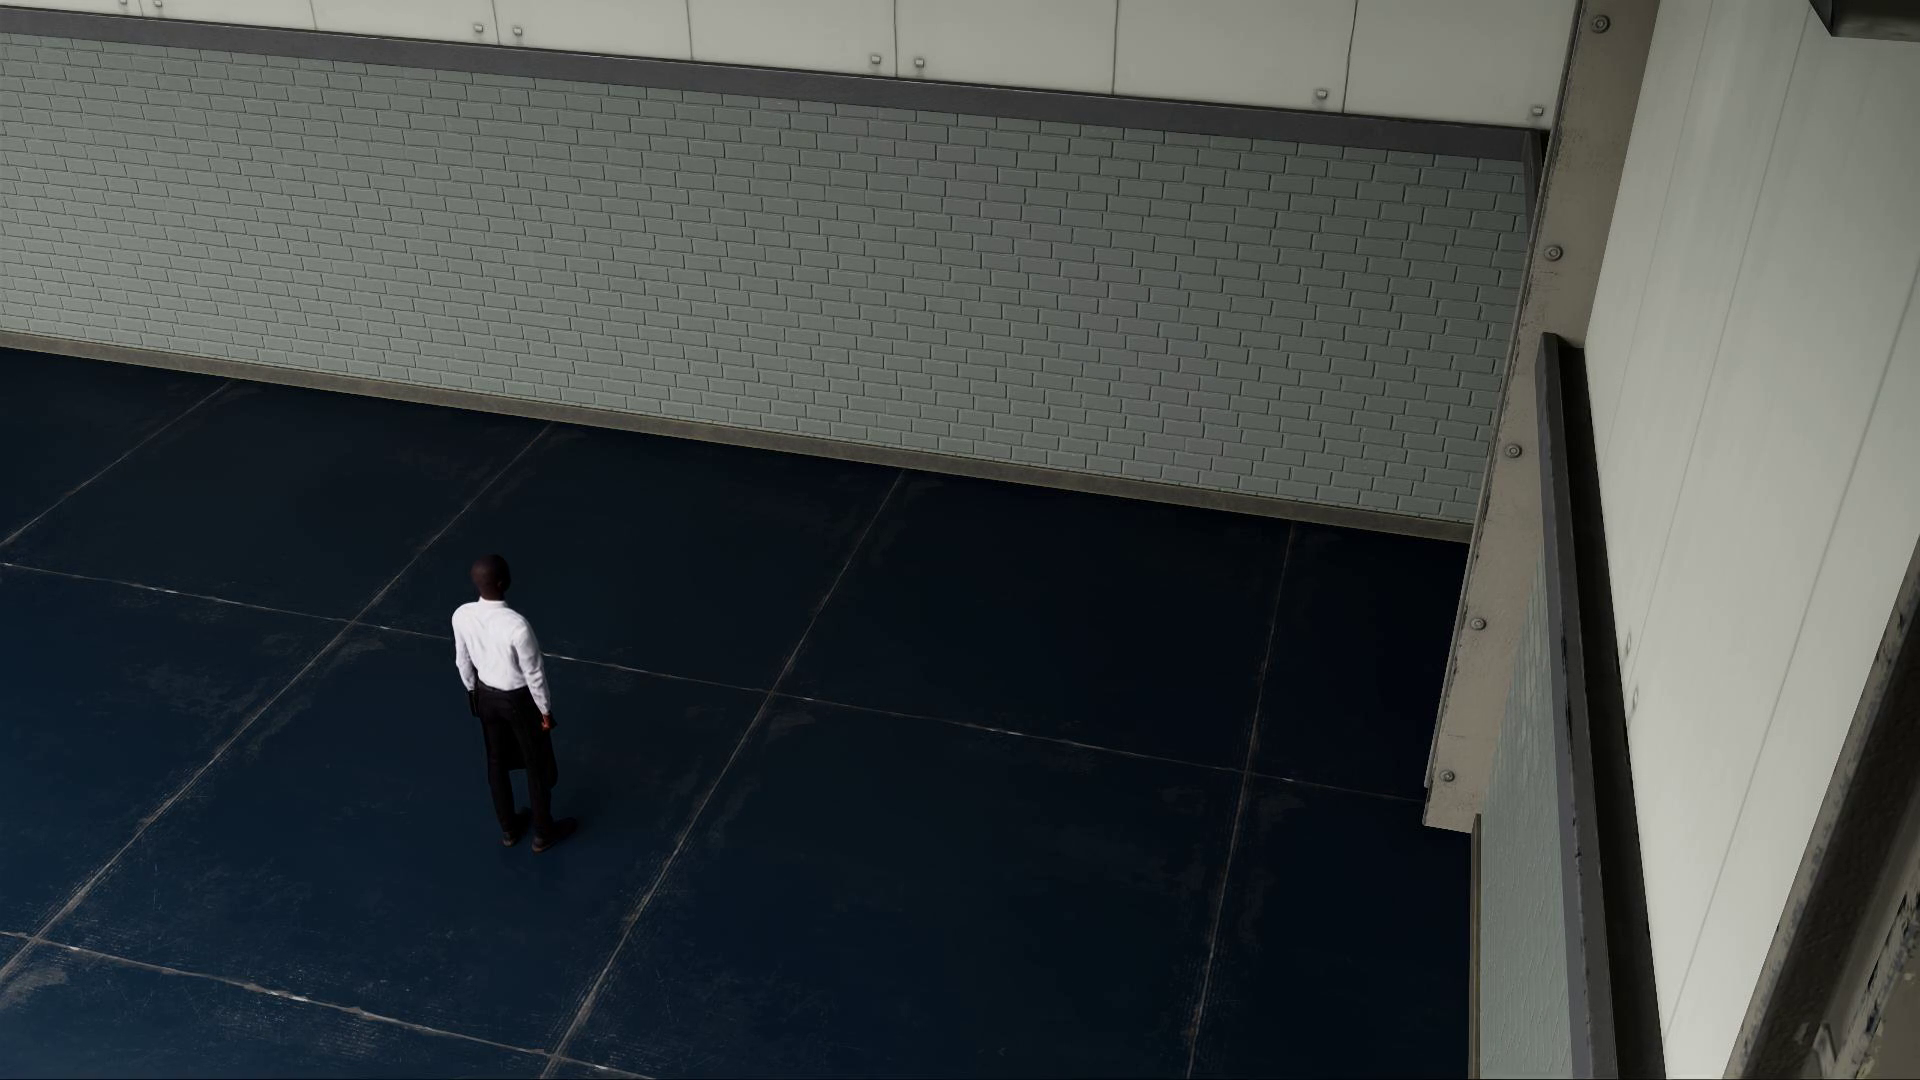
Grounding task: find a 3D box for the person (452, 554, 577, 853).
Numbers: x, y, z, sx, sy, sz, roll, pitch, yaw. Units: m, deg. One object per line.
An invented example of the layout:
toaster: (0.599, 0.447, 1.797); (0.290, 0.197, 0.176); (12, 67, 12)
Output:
person: (-2.429, 0.884, 8.945); (0.653, 1.834, 0.538); (10, 34, 16)
